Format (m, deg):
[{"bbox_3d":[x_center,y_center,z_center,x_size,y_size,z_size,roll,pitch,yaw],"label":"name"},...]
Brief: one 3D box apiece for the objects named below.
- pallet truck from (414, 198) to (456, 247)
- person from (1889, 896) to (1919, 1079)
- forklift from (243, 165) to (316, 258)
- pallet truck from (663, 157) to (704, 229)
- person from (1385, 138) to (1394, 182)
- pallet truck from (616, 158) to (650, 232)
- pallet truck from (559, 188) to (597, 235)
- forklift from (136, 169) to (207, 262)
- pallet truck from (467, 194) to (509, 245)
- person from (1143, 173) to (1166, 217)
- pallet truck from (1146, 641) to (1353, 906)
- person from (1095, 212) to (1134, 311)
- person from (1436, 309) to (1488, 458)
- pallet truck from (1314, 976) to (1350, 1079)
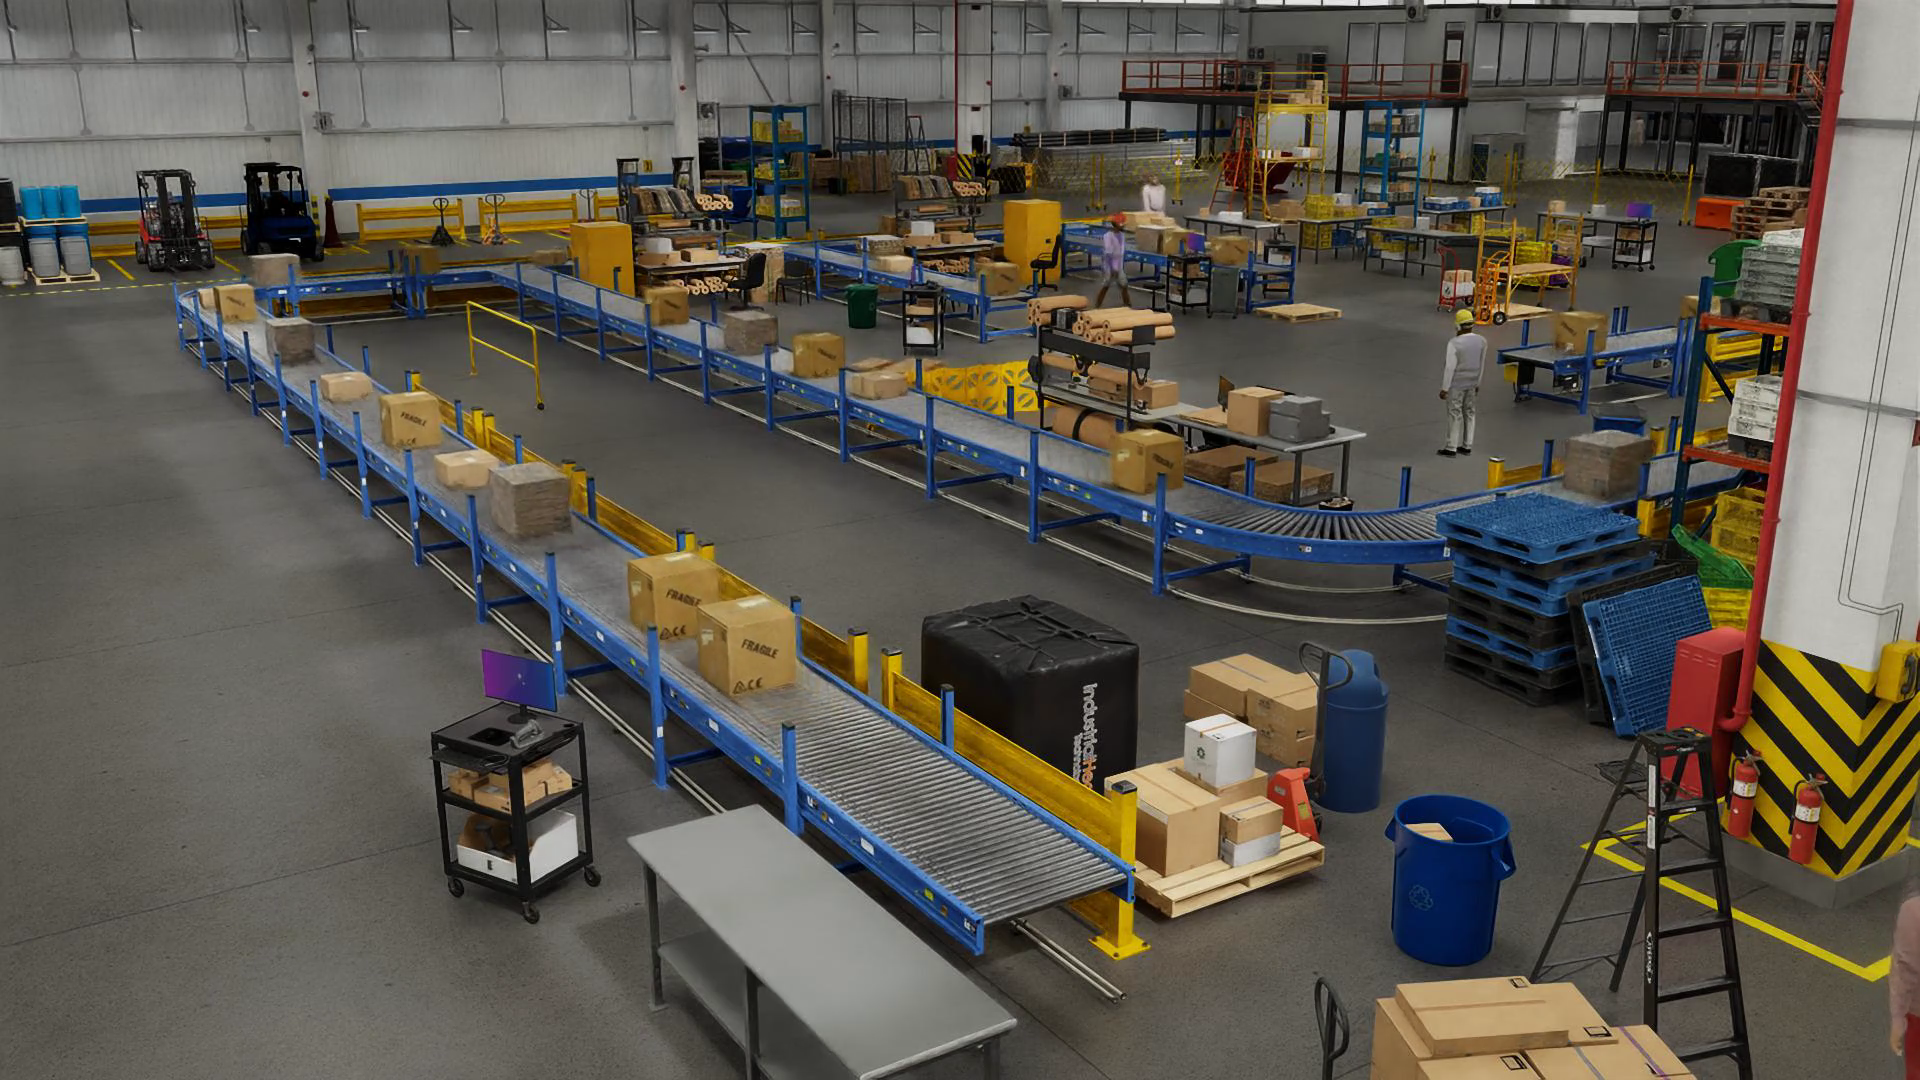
[{"bbox_3d":[-13.250,-8.060,41.856,0.680,1.201,1.601,-10,20,-31],"label":"pallet truck"},{"bbox_3d":[4.284,2.108,7.181,0.537,1.717,0.859,9,19,26],"label":"person"},{"bbox_3d":[-15.898,-7.669,38.708,1.157,1.987,2.680,-11,20,-33],"label":"forklift"},{"bbox_3d":[-7.586,-9.308,44.692,0.823,1.965,1.885,-11,20,-33],"label":"pallet truck"},{"bbox_3d":[14.488,-12.713,56.288,0.514,1.843,0.339,-14,22,-40],"label":"person"},{"bbox_3d":[-8.918,-9.176,44.255,0.823,1.965,1.885,-9,19,-27],"label":"pallet truck"},{"bbox_3d":[-10.010,-8.652,43.699,0.653,1.274,1.630,-10,20,-31],"label":"pallet truck"},{"bbox_3d":[-17.842,-7.318,37.559,1.157,1.987,2.680,-10,20,-31],"label":"forklift"},{"bbox_3d":[-11.983,-8.177,42.137,0.704,1.261,1.522,-11,20,-33],"label":"pallet truck"},{"bbox_3d":[4.787,-7.938,40.362,0.666,1.864,0.927,-7,18,-21],"label":"person"},{"bbox_3d":[1.664,1.407,10.232,1.630,1.274,0.653,-10,20,-31],"label":"pallet truck"},{"bbox_3d":[2.849,-4.935,30.160,0.615,1.984,1.062,-16,23,-43],"label":"person"},{"bbox_3d":[6.130,-1.910,20.375,0.589,1.822,0.403,-8,18,-25],"label":"person"},{"bbox_3d":[2.299,2.390,7.086,1.601,1.201,0.680,-2,17,-7],"label":"pallet truck"}]
